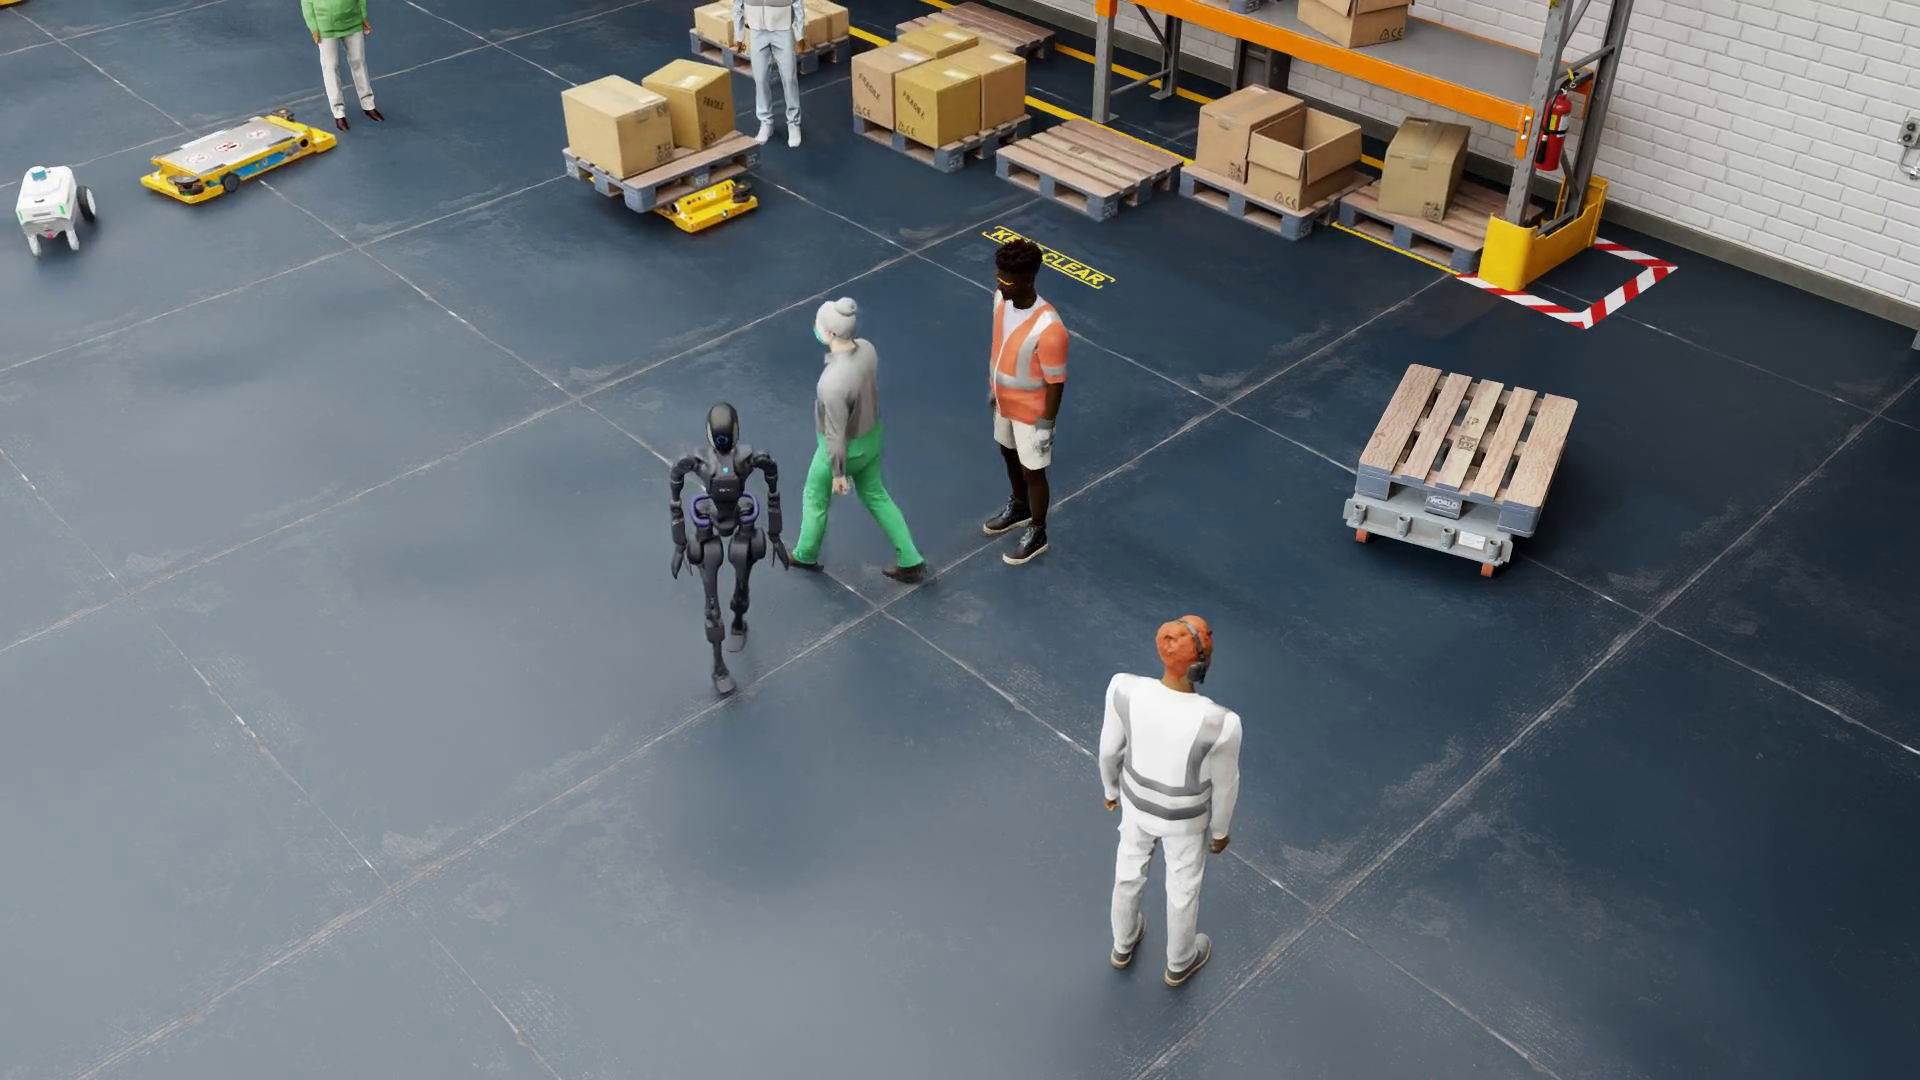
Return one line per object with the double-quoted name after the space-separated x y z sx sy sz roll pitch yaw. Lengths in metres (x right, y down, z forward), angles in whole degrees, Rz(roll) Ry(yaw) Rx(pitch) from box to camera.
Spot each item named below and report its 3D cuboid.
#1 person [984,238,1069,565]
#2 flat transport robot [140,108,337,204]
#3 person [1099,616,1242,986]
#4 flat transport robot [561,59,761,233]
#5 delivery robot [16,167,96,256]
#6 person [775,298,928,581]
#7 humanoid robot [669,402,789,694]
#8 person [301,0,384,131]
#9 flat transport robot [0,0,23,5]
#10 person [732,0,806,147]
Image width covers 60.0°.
0.339 -0.760 9.137 0.363 1.962 0.613 -20 41 -24 "person"
-5.952 -3.178 13.741 0.659 0.231 1.431 23 43 27 "flat transport robot"
0.838 1.081 6.765 0.572 1.881 0.358 18 41 23 "person"
-2.340 -2.858 13.316 1.431 0.231 0.659 31 47 34 "flat transport robot"
-6.940 -2.554 12.683 0.499 0.601 0.798 -11 39 -15 "delivery robot"
-0.601 -0.541 8.976 0.886 1.804 0.518 18 41 22 "person"
-1.172 0.004 8.382 0.601 1.632 0.668 -7 38 -9 "humanoid robot"
-5.269 -4.394 14.095 0.539 1.784 0.388 -24 43 -28 "person"
-10.224 -5.739 17.131 0.659 0.231 1.431 -27 45 -31 "flat transport robot"
-1.572 -4.212 13.754 0.597 1.909 0.400 2 37 3 "person"
